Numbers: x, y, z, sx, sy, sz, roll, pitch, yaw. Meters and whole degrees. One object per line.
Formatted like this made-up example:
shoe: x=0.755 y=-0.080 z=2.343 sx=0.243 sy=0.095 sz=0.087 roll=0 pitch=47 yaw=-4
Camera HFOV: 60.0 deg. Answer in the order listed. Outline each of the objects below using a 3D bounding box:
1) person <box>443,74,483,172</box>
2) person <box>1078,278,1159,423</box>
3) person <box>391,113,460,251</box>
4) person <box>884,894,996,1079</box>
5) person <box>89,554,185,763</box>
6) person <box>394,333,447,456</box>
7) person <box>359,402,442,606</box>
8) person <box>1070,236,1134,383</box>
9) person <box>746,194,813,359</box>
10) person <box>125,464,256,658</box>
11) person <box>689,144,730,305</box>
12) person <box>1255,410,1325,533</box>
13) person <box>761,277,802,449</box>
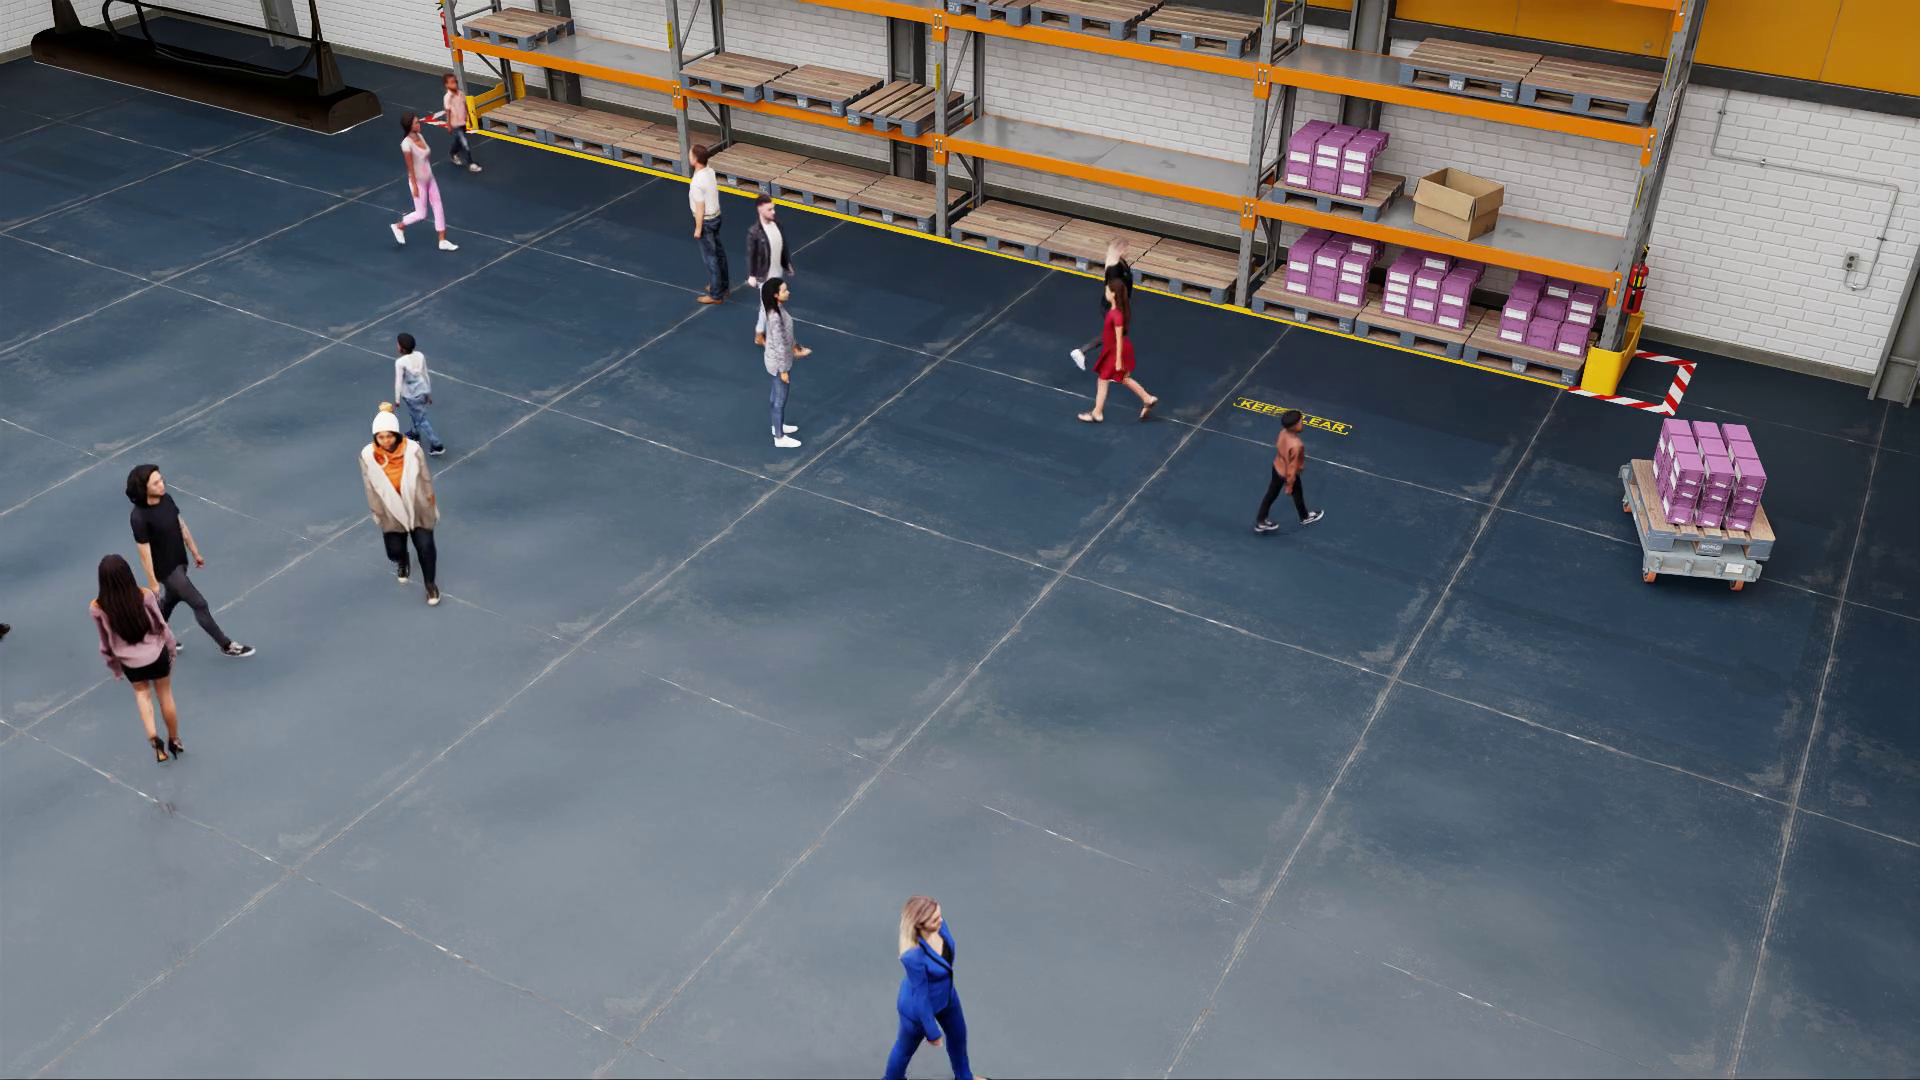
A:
person: x=-6.800 y=-5.639 z=22.412 sx=0.878 sy=1.292 sz=0.509 roll=18 pitch=38 yaw=25
person: x=1.639 y=-1.865 z=16.524 sx=1.097 sy=1.526 sz=0.861 roll=1 pitch=34 yaw=1
person: x=-6.547 y=-4.282 z=19.983 sx=1.082 sy=1.722 sz=0.792 roll=6 pitch=34 yaw=9
person: x=-0.303 y=2.649 z=9.597 sx=0.983 sy=1.677 sz=0.803 roll=8 pitch=35 yaw=12
person: x=-5.913 y=0.924 z=12.075 sx=0.828 sy=1.805 sz=0.892 roll=-12 pitch=35 yaw=-17
person: x=-5.236 y=-1.394 z=16.069 sx=0.857 sy=1.245 sz=0.483 roll=19 pitch=38 yaw=26
person: x=-4.648 y=-0.348 z=13.920 sx=0.938 sy=1.881 sz=1.005 roll=-11 pitch=35 yaw=-16
person: x=1.485 y=-2.348 z=17.130 sx=0.976 sy=1.660 sz=0.814 roll=2 pitch=34 yaw=4
person: x=-2.094 y=-2.828 z=17.723 sx=1.081 sy=1.802 sz=0.715 roll=20 pitch=38 yaw=27
person: x=-6.339 y=0.185 z=13.199 sx=1.233 sy=1.791 sz=0.995 roll=2 pitch=34 yaw=3
person: x=-2.835 y=-3.579 z=18.806 sx=0.660 sy=1.855 sz=0.709 roll=9 pitch=35 yaw=13
person: x=2.861 y=-0.592 z=14.885 sx=0.923 sy=1.220 sz=0.876 roll=-10 pitch=35 yaw=-15
person: x=-1.763 y=-1.745 z=16.157 sx=0.726 sy=1.732 sz=0.688 roll=-5 pitch=34 yaw=-8
